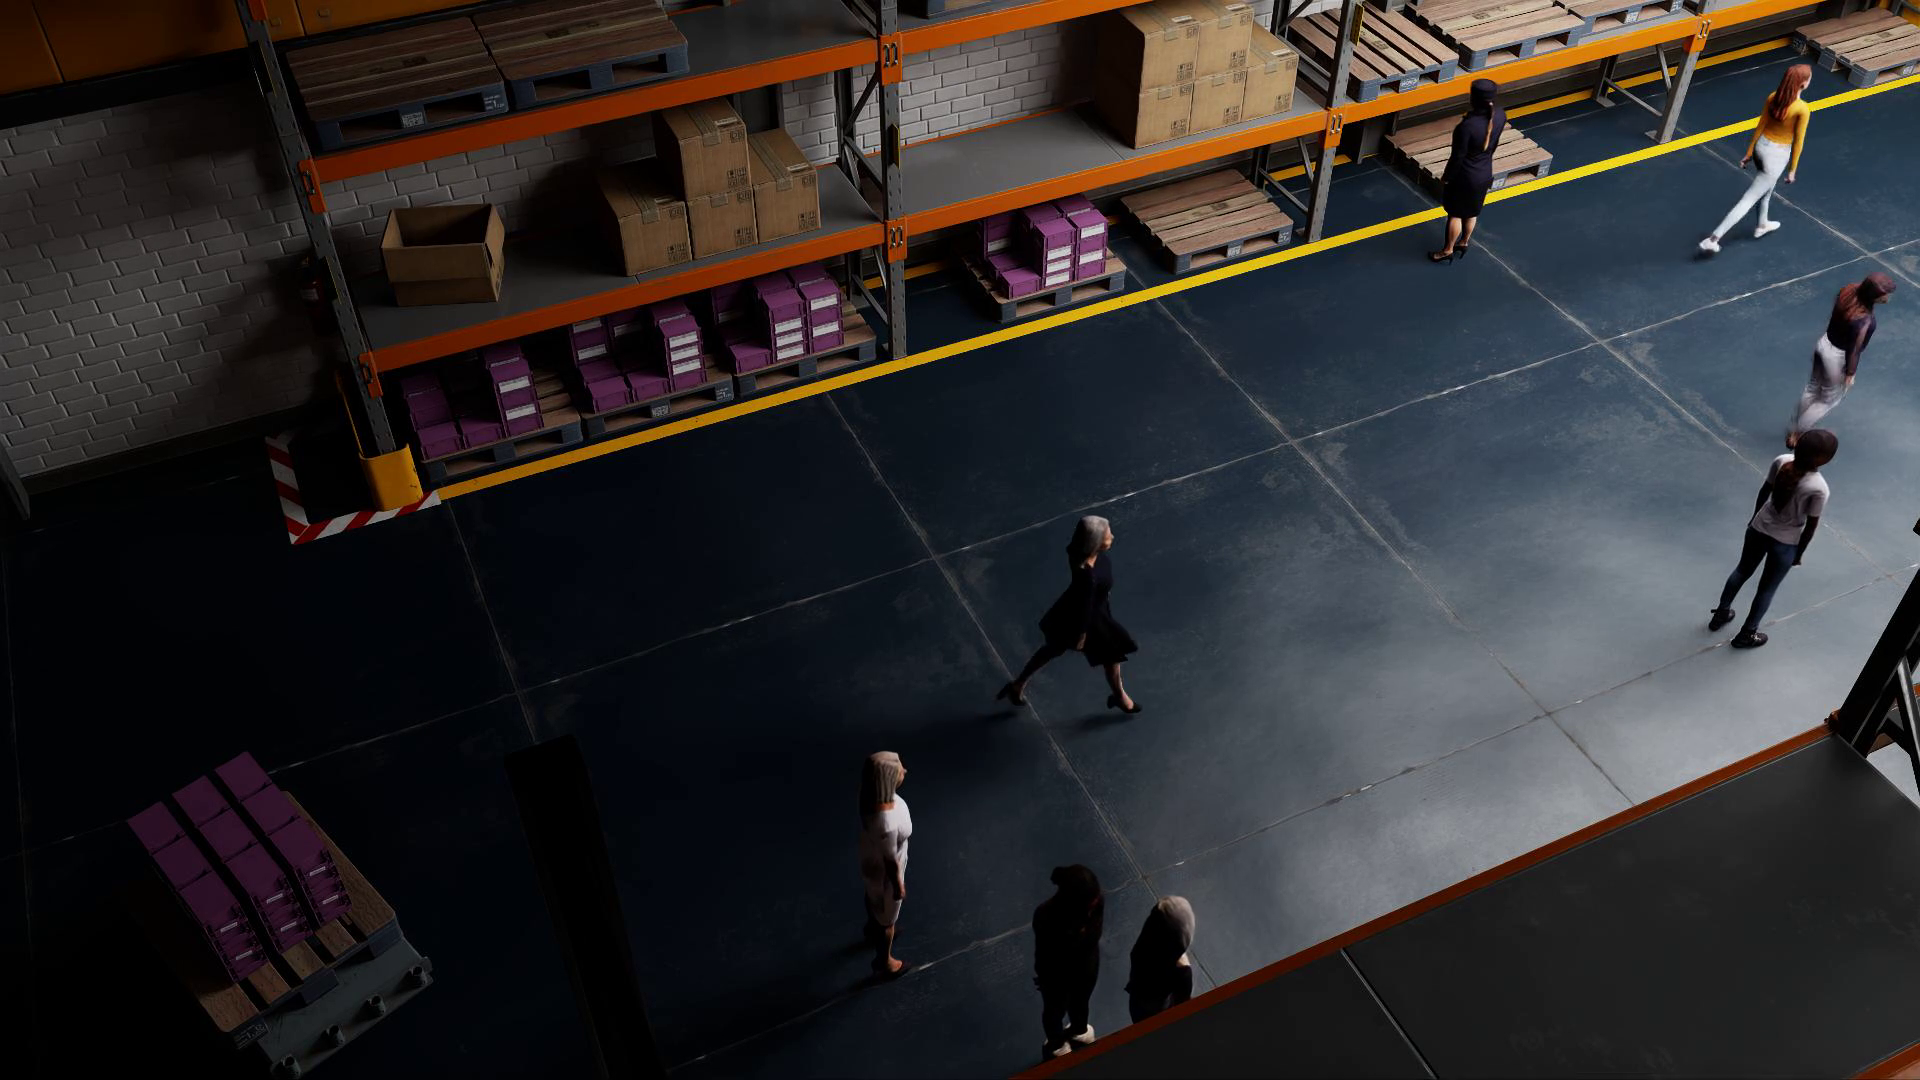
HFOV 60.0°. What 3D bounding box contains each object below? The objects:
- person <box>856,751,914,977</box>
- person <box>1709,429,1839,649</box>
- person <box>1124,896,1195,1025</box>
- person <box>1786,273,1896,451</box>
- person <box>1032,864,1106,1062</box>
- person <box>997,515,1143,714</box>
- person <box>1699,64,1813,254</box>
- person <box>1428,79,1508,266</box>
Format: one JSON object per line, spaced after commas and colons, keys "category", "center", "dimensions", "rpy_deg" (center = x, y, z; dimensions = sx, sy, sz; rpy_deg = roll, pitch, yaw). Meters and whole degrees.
{"category": "person", "center": [-0.417, 1.720, 8.871], "dimensions": [0.566, 1.748, 0.600], "rpy_deg": [-10, 45, -10]}
{"category": "person", "center": [5.255, -0.020, 10.716], "dimensions": [0.505, 1.721, 0.574], "rpy_deg": [-19, 47, -19]}
{"category": "person", "center": [0.968, 2.314, 8.188], "dimensions": [0.526, 1.829, 0.601], "rpy_deg": [-14, 45, -15]}
{"category": "person", "center": [6.446, -1.358, 12.216], "dimensions": [0.708, 1.589, 0.750], "rpy_deg": [-9, 44, -10]}
{"category": "person", "center": [0.545, 2.165, 8.466], "dimensions": [0.610, 1.662, 0.664], "rpy_deg": [0, 44, 0]}
{"category": "person", "center": [0.675, 0.494, 10.192], "dimensions": [1.227, 1.700, 0.851], "rpy_deg": [-4, 44, -4]}
{"category": "person", "center": [6.761, -3.163, 14.025], "dimensions": [1.188, 1.708, 0.604], "rpy_deg": [-19, 47, -19]}
{"category": "person", "center": [4.267, -3.067, 13.954], "dimensions": [0.605, 1.666, 0.783], "rpy_deg": [-24, 48, -23]}
